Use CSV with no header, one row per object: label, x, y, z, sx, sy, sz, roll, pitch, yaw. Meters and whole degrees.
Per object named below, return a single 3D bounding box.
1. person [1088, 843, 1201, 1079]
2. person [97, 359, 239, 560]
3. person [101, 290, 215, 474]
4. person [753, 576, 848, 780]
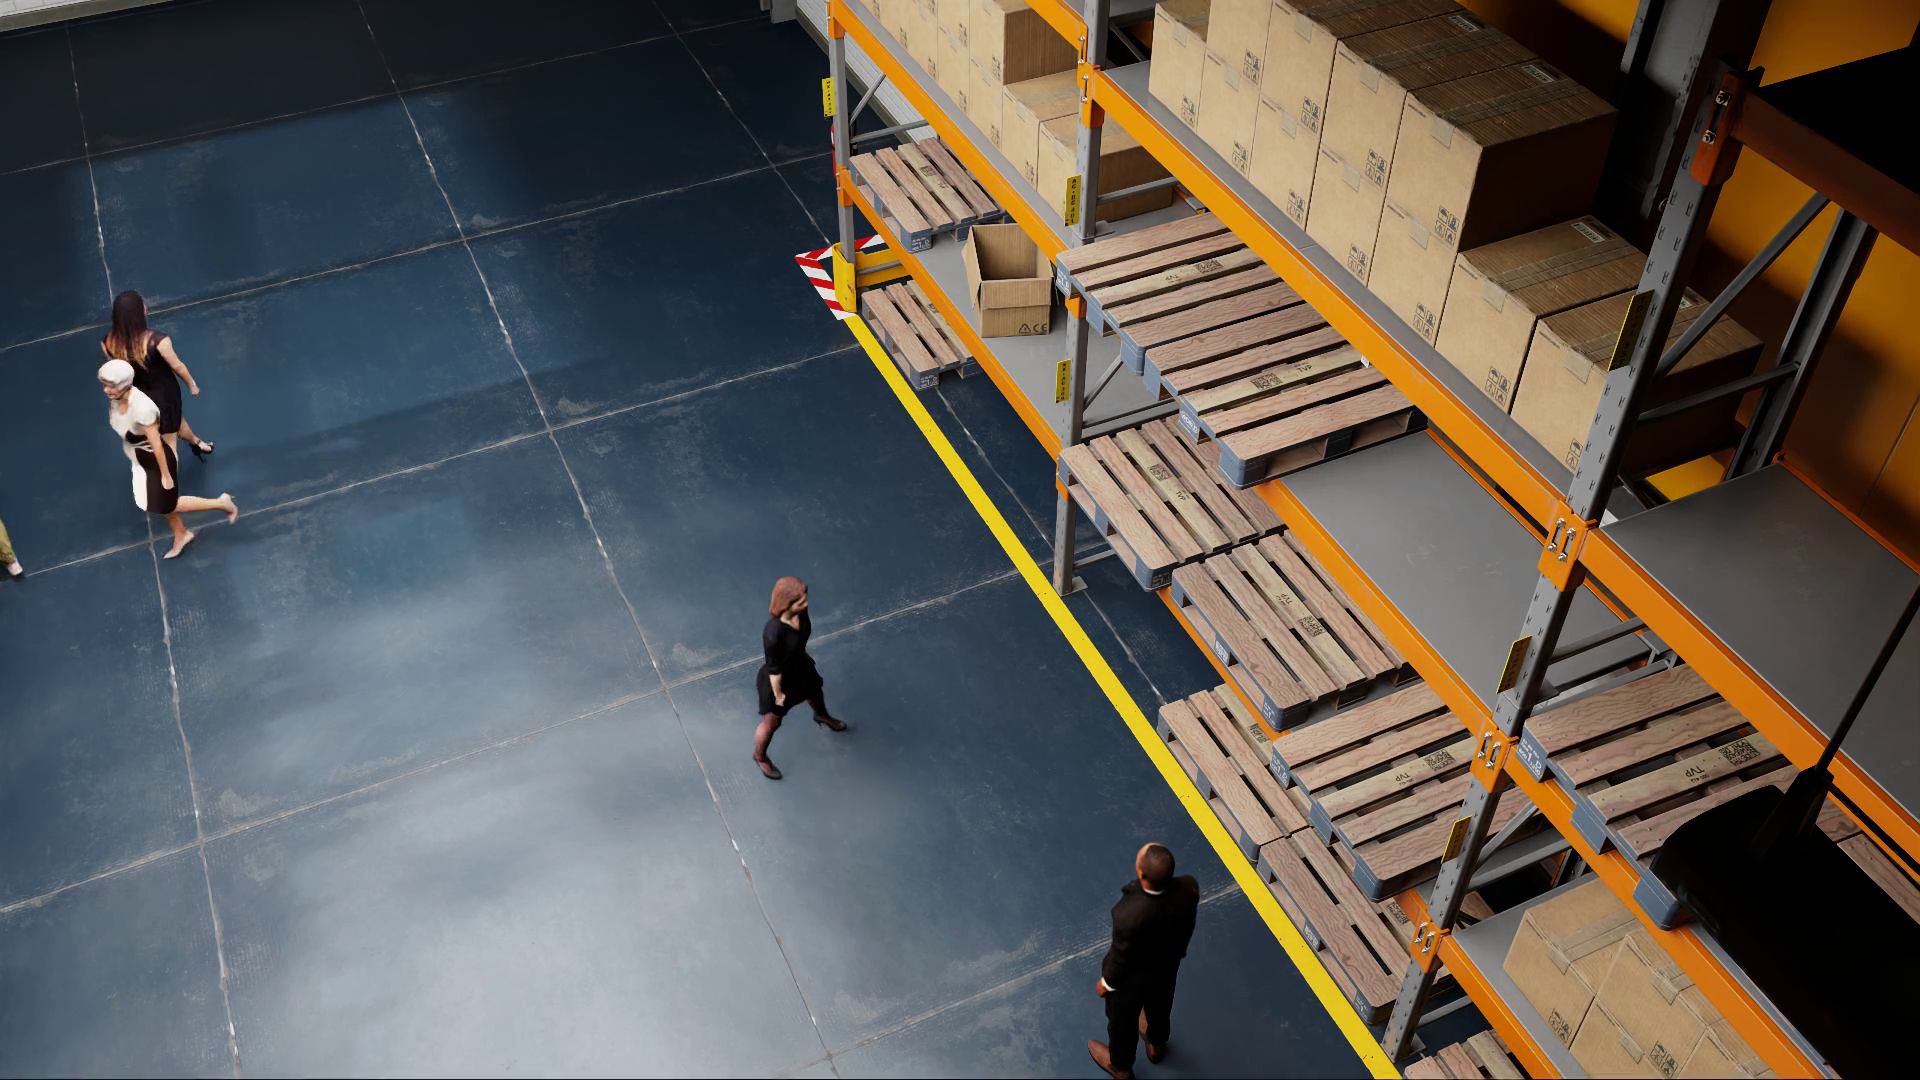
person,0.955,2.190,8.615,0.716,1.904,0.636,-23,48,-22
person,-5.549,-0.577,11.642,0.869,1.736,0.896,-31,51,-28
person,-5.865,-0.966,12.099,0.989,1.667,1.150,5,44,5
person,-1.062,0.819,10.217,0.897,1.680,0.861,18,47,18
